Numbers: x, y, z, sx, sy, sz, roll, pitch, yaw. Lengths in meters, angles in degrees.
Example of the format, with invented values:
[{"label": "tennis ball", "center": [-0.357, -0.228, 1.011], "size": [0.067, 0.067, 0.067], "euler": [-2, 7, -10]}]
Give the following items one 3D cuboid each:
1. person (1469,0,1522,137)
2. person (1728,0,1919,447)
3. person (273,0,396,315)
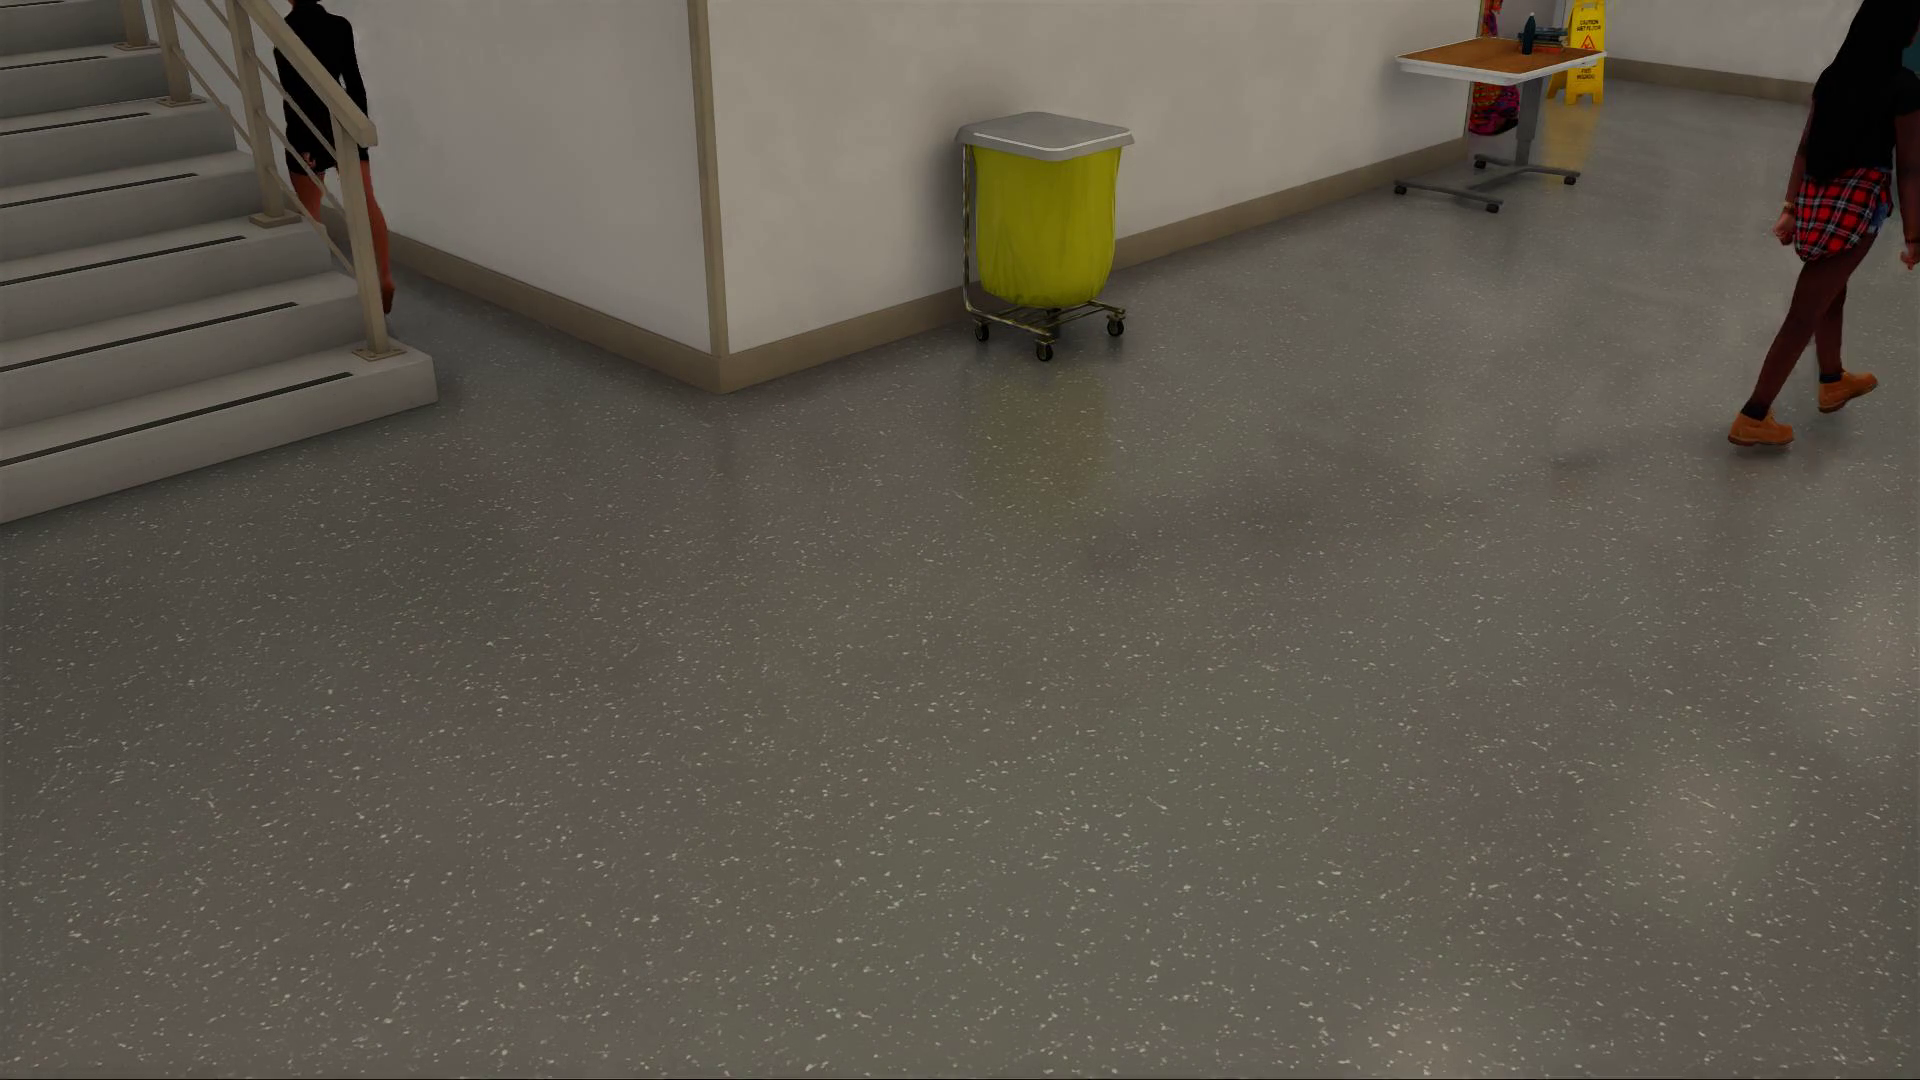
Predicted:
[{"label": "person", "center": [3.407, -3.615, 11.349], "size": [0.803, 1.638, 1.179], "euler": [-17, 30, -31]}, {"label": "person", "center": [3.168, -1.134, 6.144], "size": [0.984, 1.690, 1.080], "euler": [-7, 27, -15]}, {"label": "person", "center": [-2.832, -1.780, 7.601], "size": [1.035, 1.587, 0.616], "euler": [21, 33, 37]}]
